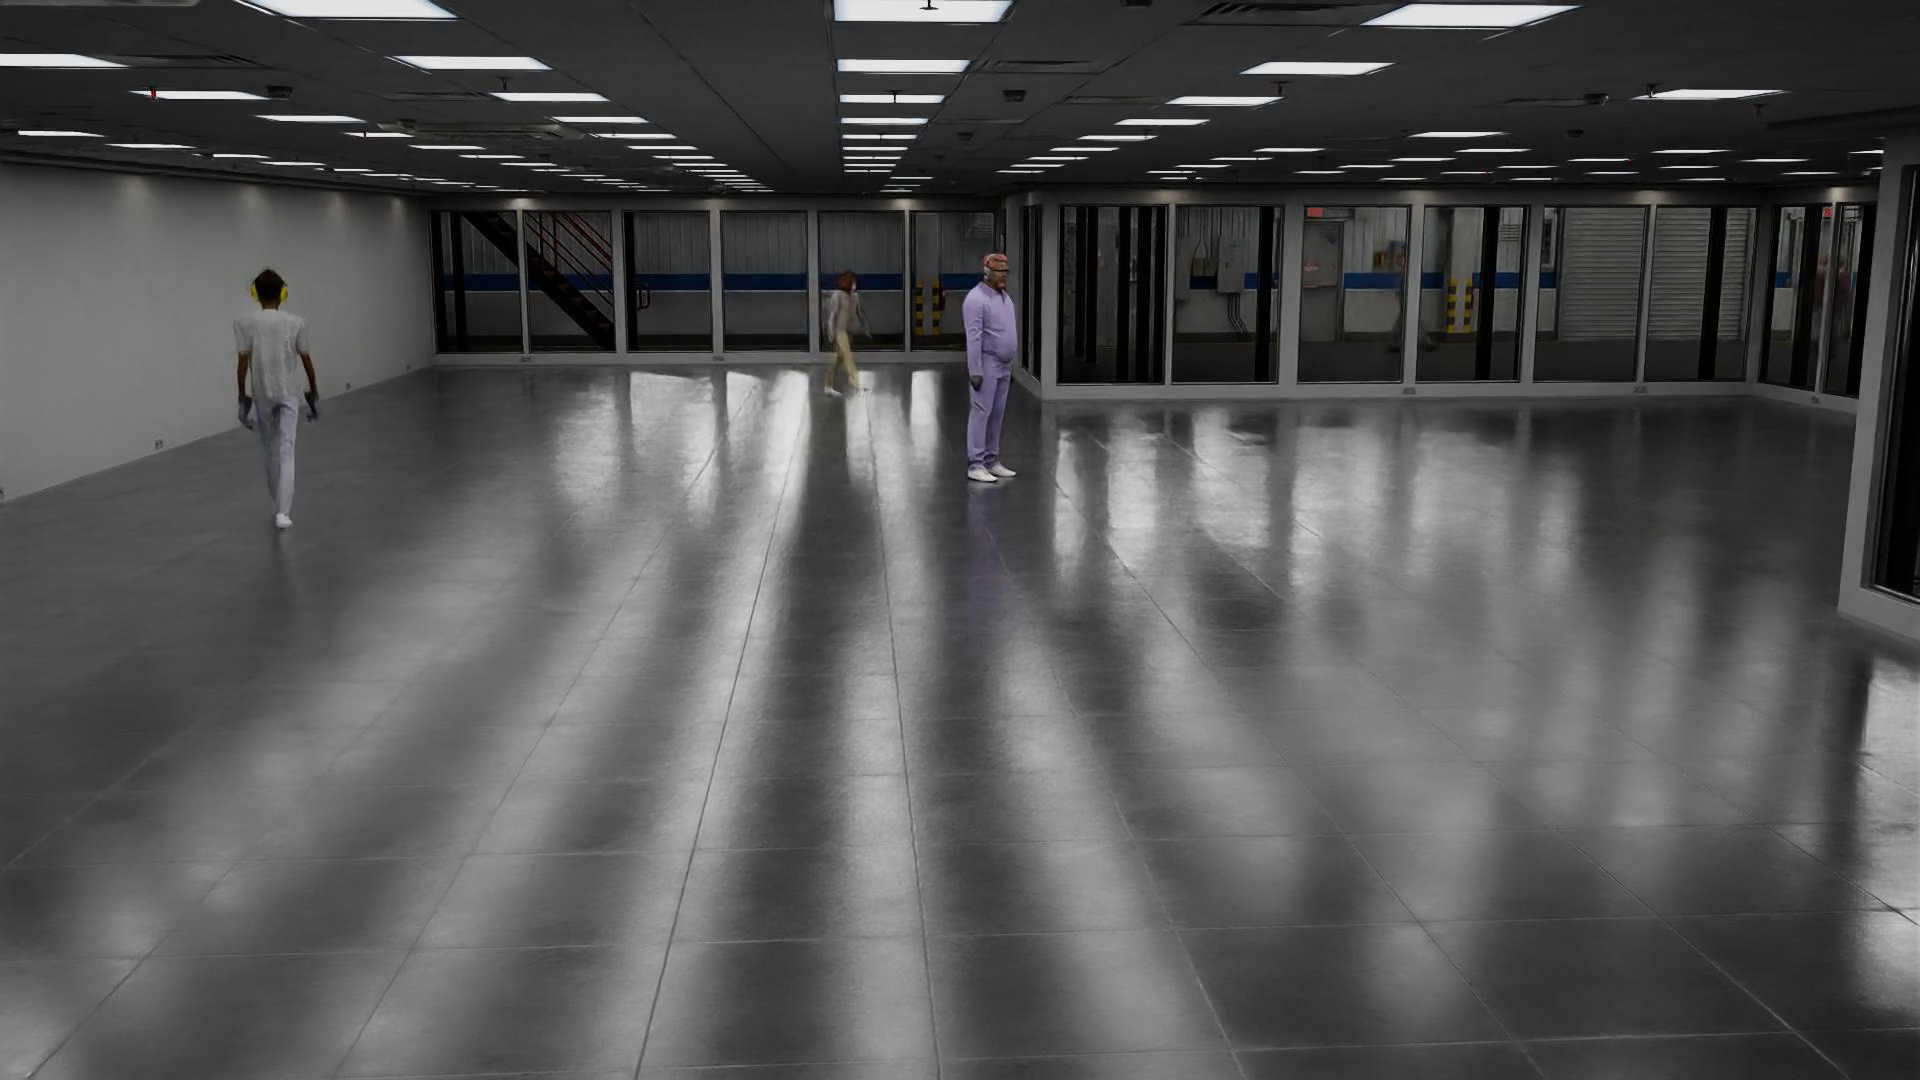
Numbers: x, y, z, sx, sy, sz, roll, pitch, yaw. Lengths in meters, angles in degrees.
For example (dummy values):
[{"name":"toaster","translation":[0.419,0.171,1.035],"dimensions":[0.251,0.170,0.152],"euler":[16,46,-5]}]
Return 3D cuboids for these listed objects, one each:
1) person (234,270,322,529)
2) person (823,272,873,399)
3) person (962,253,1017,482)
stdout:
[{"name":"person","translation":[-4.878,-1.017,11.931],"dimensions":[0.534,1.811,1.004],"euler":[-3,11,-18]},{"name":"person","translation":[-1.413,-2.576,20.936],"dimensions":[0.872,1.575,0.521],"euler":[7,13,34]},{"name":"person","translation":[0.284,-1.449,14.007],"dimensions":[0.401,1.904,0.648],"euler":[6,12,28]}]
